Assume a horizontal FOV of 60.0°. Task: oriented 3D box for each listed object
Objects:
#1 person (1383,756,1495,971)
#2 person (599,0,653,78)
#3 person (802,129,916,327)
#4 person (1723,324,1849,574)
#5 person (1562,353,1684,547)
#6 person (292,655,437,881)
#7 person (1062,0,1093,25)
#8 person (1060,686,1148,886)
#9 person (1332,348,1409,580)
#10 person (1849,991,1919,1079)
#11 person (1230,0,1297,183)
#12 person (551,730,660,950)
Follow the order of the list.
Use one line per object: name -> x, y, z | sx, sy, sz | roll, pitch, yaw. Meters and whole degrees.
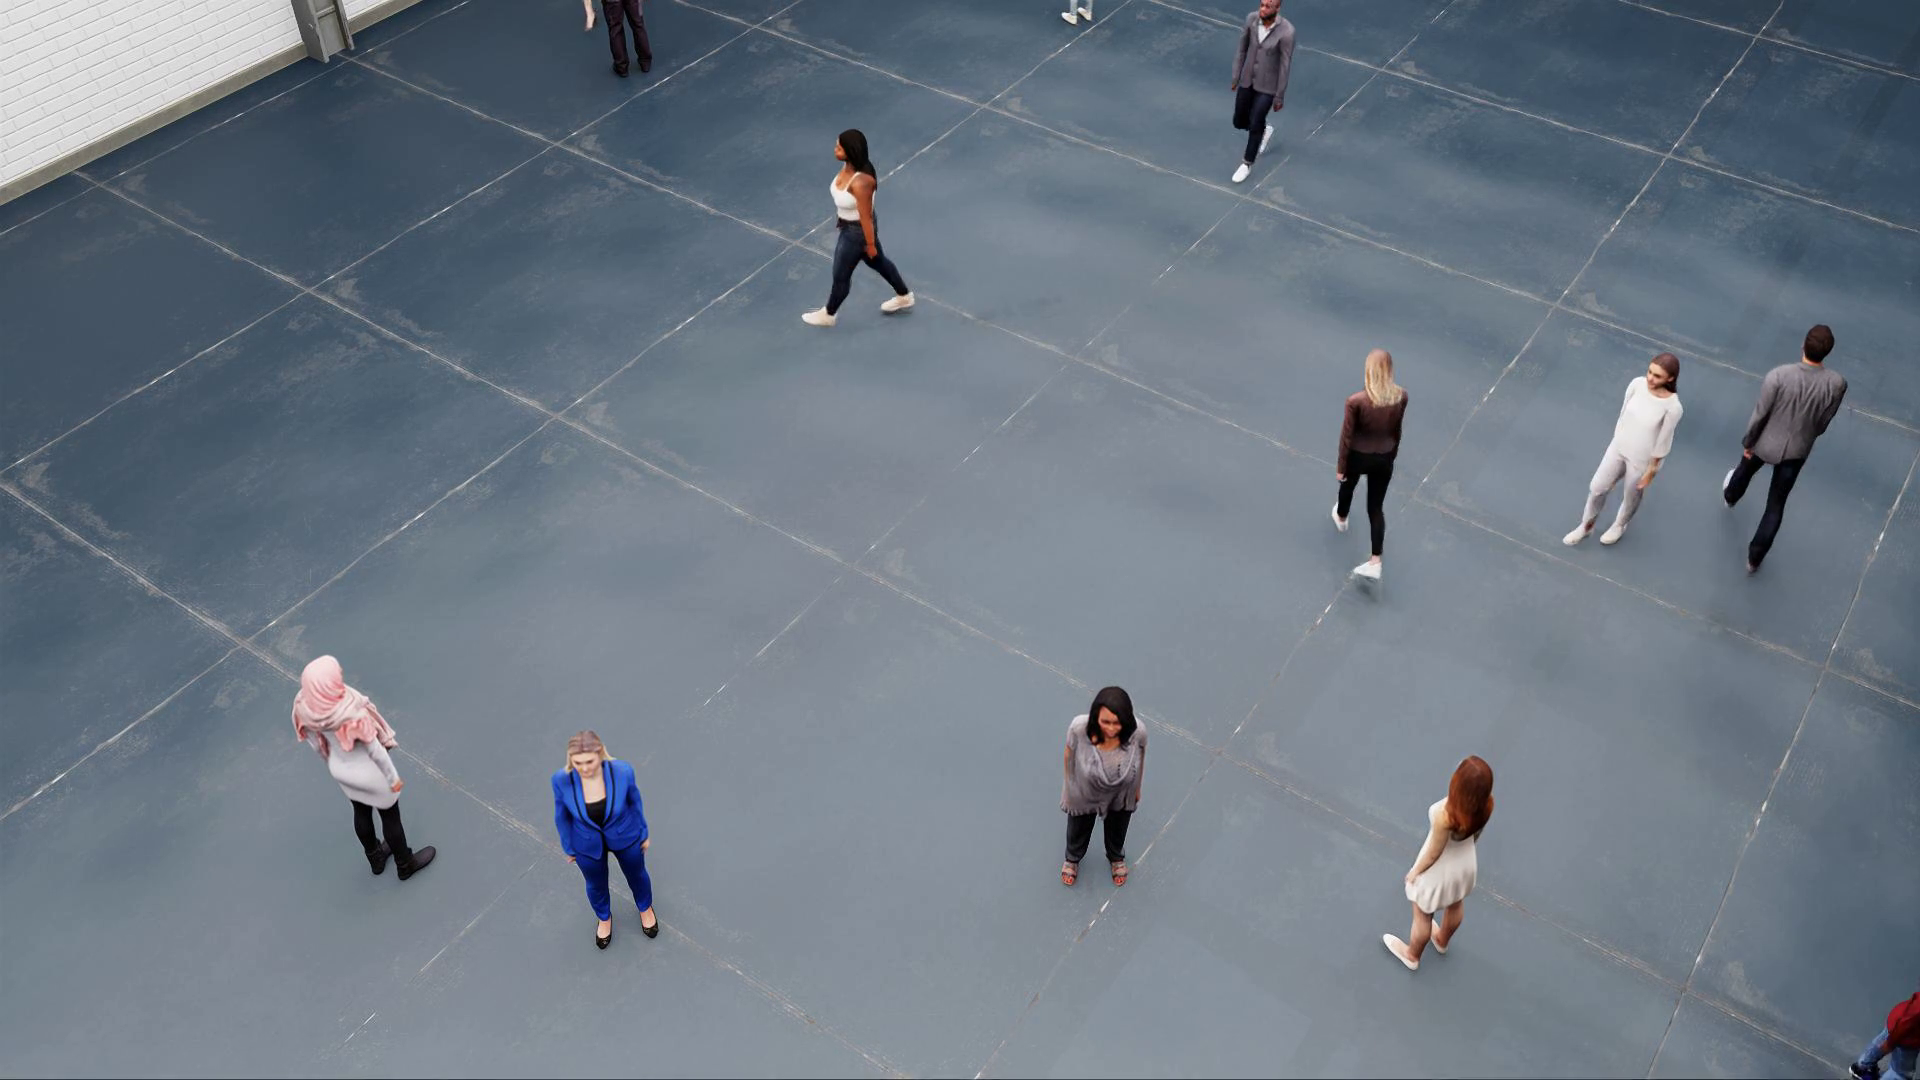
person -> 2.658, 1.761, 9.070 | 0.608, 1.711, 0.704 | -18, 47, -18
person -> -3.409, -5.553, 16.649 | 0.702, 1.848, 0.797 | -14, 45, -14
person -> -0.717, -2.515, 13.524 | 1.219, 1.759, 1.187 | -5, 44, -6
person -> 5.663, -0.590, 11.460 | 0.931, 1.818, 1.282 | 14, 45, 14
person -> 4.774, -0.642, 11.620 | 0.816, 1.673, 0.708 | -31, 52, -28
person -> -3.418, 1.307, 9.480 | 0.695, 1.803, 0.673 | 14, 45, 14
person -> 1.282, -6.149, 17.668 | 0.556, 1.304, 0.657 | -21, 47, -21
person -> 0.822, 1.388, 9.535 | 0.764, 1.611, 0.814 | 0, 44, -1
person -> 2.839, -0.479, 11.465 | 1.057, 1.651, 1.170 | -5, 44, -5
person -> 4.899, 2.488, 8.643 | 0.548, 1.247, 0.639 | -29, 51, -27
person -> 2.791, -4.199, 15.258 | 0.782, 1.805, 0.933 | 31, 52, 28
person -> -1.954, 1.640, 9.205 | 0.690, 1.700, 0.765 | -10, 44, -10
